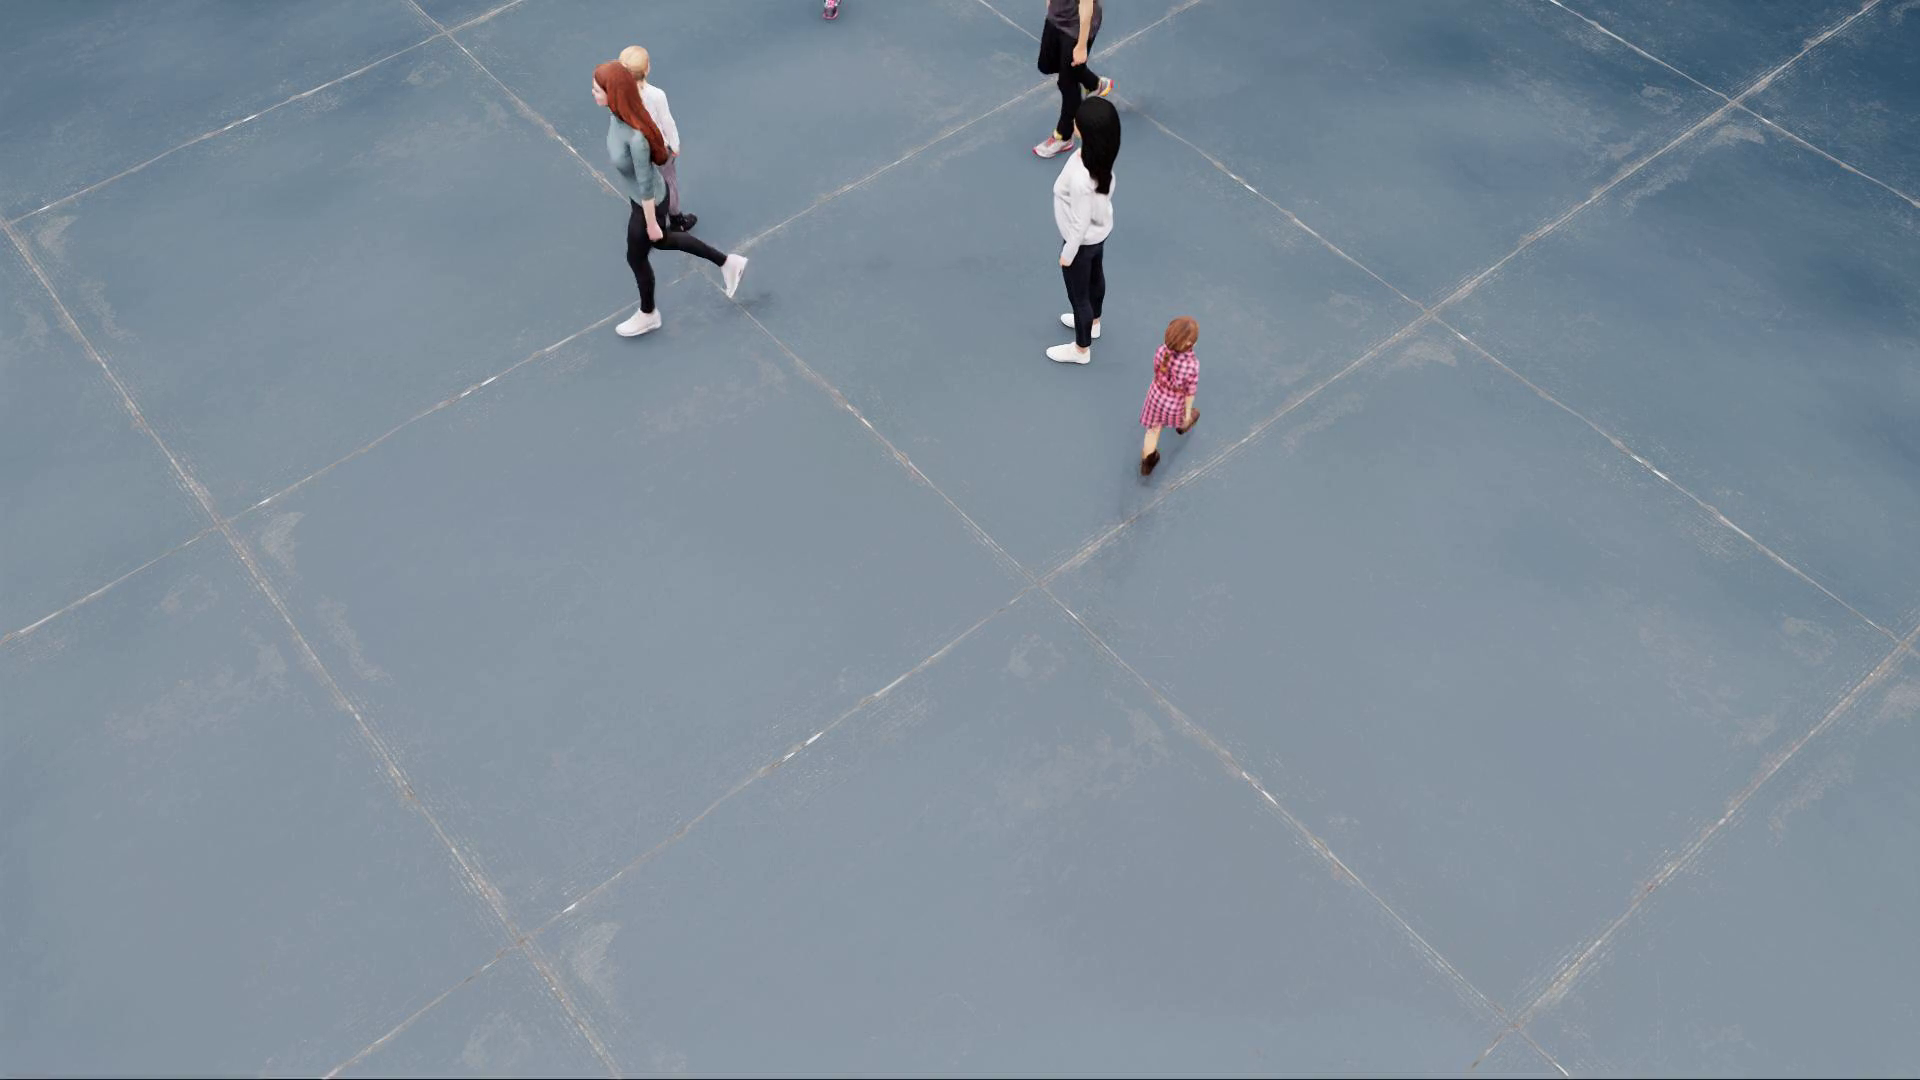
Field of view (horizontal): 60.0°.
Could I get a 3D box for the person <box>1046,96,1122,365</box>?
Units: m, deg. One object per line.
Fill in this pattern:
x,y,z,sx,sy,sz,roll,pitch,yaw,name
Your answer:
0.667,-1.614,8.717,0.764,1.699,0.651,18,54,13,person

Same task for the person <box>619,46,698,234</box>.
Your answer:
-1.772,-2.265,9.487,0.578,1.279,0.623,14,53,10,person

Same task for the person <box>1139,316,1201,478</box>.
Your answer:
1.046,-0.718,8.466,0.560,0.999,0.778,28,57,20,person

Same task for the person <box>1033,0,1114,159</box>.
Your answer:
0.728,-3.068,9.810,0.901,1.752,0.733,-24,56,-18,person

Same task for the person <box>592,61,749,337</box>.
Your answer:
-1.582,-1.813,8.859,1.107,1.719,0.858,-14,54,-11,person
